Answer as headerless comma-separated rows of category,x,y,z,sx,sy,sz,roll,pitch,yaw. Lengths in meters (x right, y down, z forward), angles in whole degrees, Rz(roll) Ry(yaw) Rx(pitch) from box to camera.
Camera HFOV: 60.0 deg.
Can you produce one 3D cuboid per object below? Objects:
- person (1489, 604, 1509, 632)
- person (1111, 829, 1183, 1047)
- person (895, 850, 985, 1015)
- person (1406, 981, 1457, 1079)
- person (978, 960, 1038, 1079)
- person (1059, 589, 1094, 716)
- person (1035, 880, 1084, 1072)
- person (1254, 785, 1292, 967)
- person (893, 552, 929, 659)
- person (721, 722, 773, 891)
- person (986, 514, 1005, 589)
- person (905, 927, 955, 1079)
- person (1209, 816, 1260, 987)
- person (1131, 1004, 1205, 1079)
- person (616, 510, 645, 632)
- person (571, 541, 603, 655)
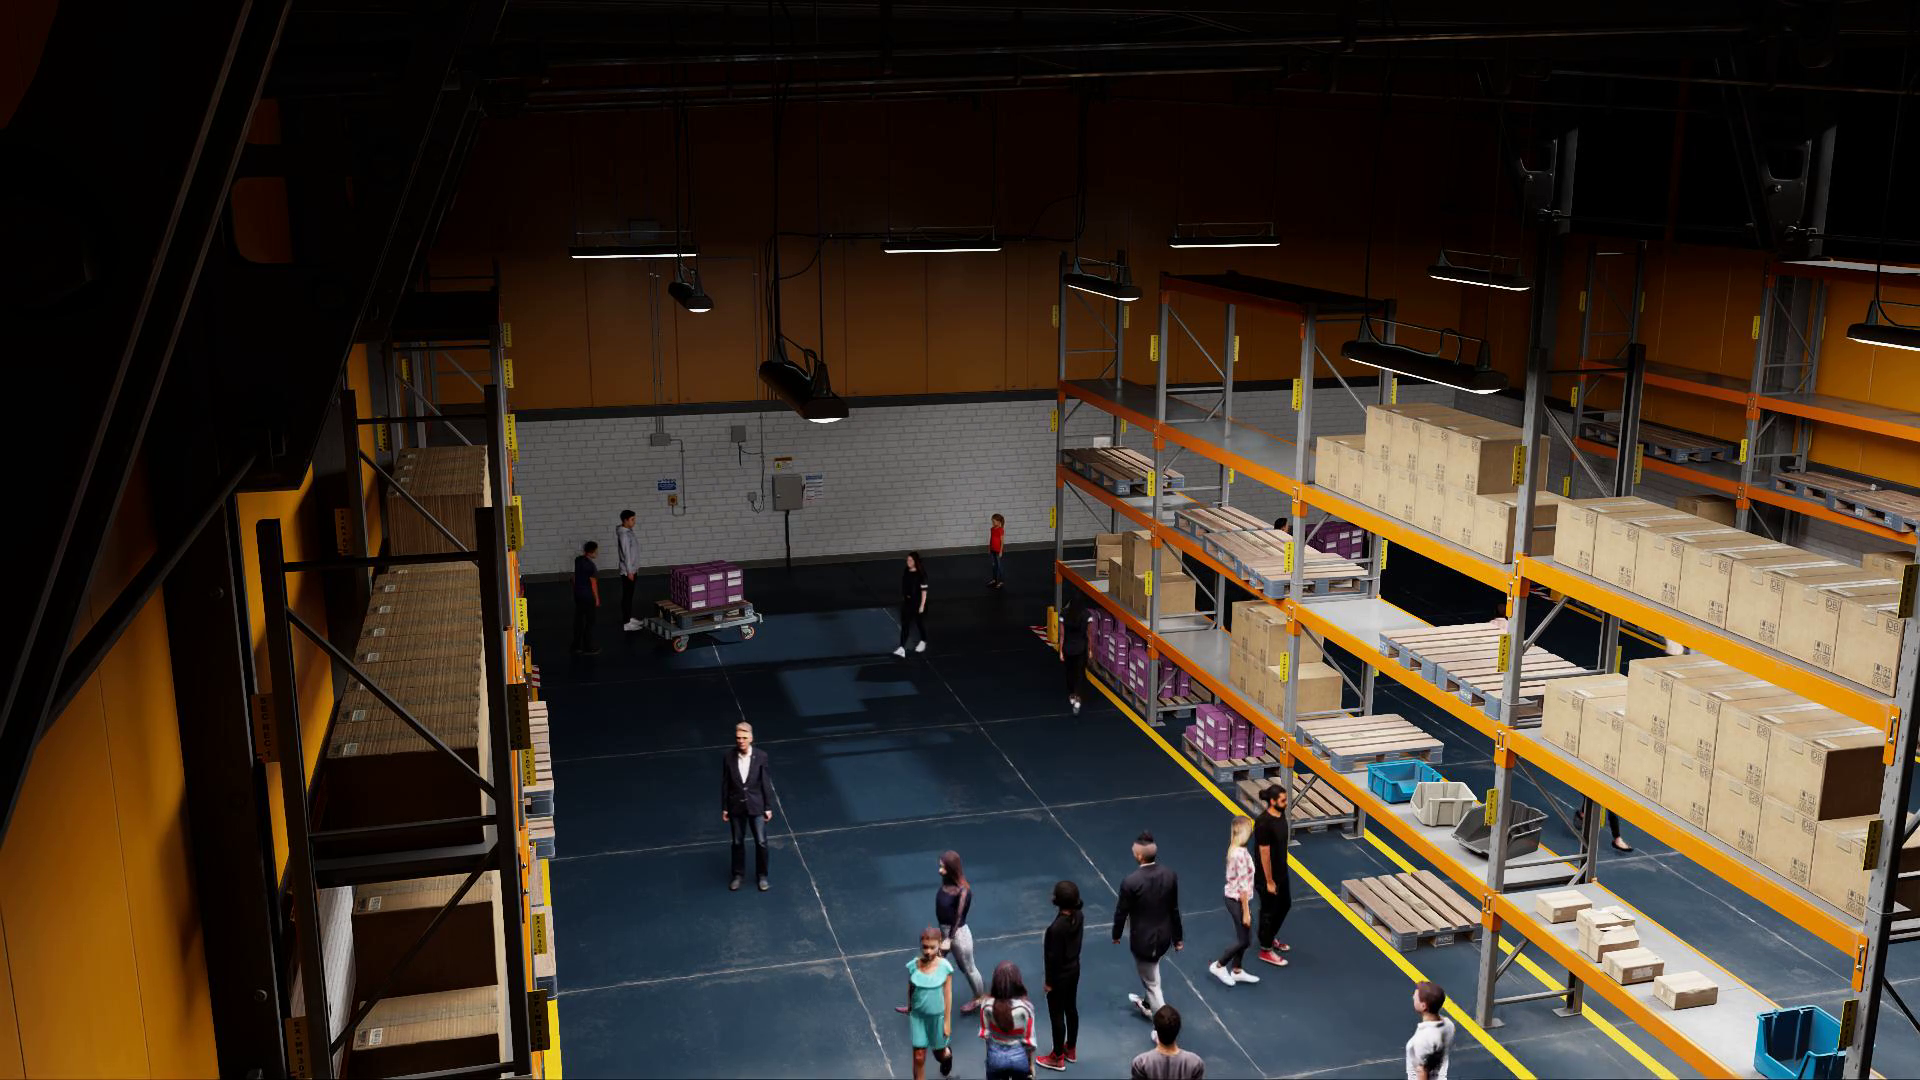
person,7.558,1.526,23.342,0.563,1.306,0.610,6,15,24
person,1.664,3.431,14.166,0.873,1.921,1.110,-6,15,-23
person,0.000,3.502,14.654,0.841,1.553,1.067,-7,15,-27
person,3.416,4.058,11.824,1.246,1.805,1.068,12,18,41
person,0.345,3.984,12.591,0.790,1.588,0.884,3,14,14
person,1.577,1.528,22.499,0.885,1.698,1.215,1,14,5
person,0.866,3.618,13.914,0.744,1.676,0.702,11,17,38
person,2.902,3.135,15.741,0.813,1.756,0.765,10,17,35
person,-0.630,0.964,25.051,1.068,1.594,1.119,8,16,30
person,-2.202,2.738,17.258,0.747,1.812,0.701,1,14,3
person,0.647,0.171,28.932,0.620,1.307,0.530,-10,17,-37
person,-0.225,3.813,13.401,0.812,1.540,1.011,4,14,14
person,2.512,3.325,15.287,0.829,1.600,0.759,3,14,13
person,1.417,4.109,11.524,0.700,1.847,0.595,-1,14,-4
person,-5.276,0.460,26.417,0.783,1.931,0.611,-1,14,-3
person,-5.732,0.854,25.173,0.738,1.749,0.898,7,15,28
